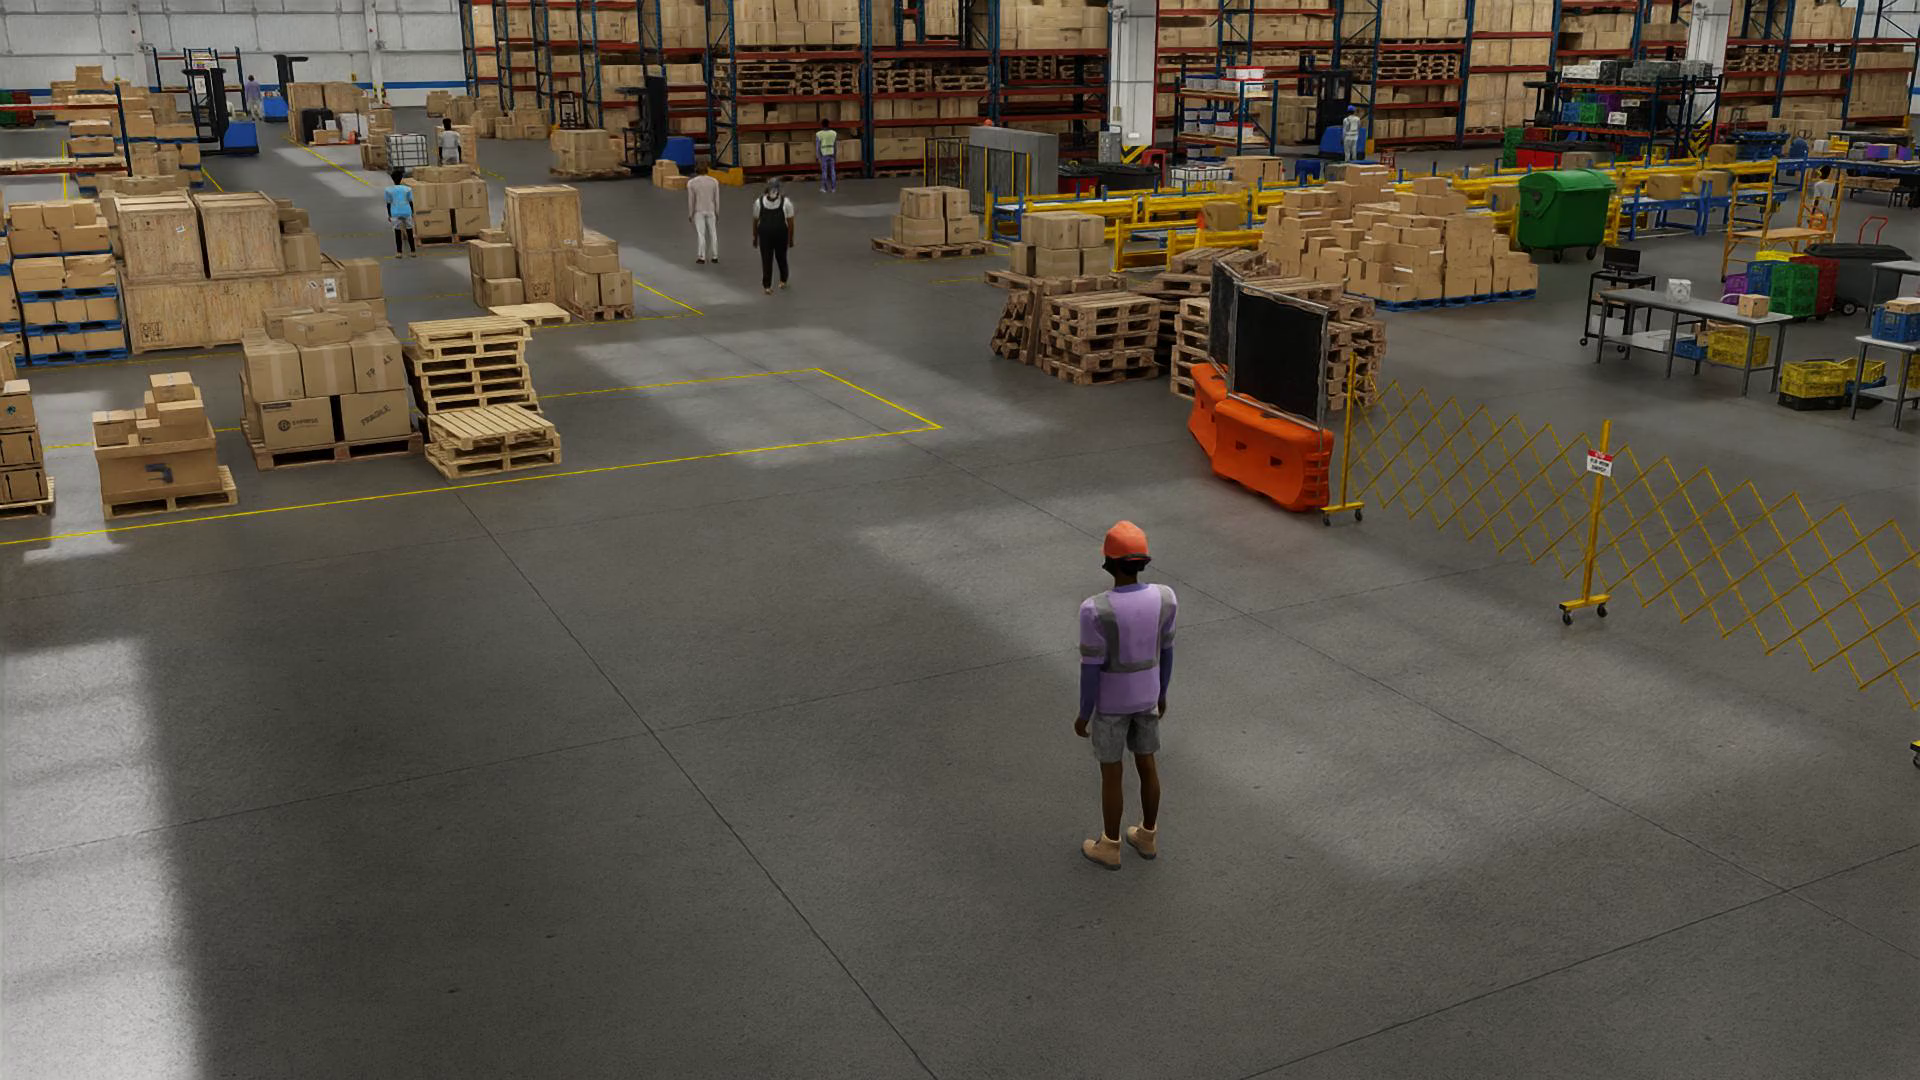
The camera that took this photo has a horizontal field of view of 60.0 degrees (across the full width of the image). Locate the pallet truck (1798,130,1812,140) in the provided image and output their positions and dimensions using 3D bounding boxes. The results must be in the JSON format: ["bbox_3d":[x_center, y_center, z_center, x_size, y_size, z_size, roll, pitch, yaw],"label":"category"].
[{"bbox_3d":[25.526,-11.556,49.408,1.630,1.274,0.653,-9,20,-26],"label":"pallet truck"}]

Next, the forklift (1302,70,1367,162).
[{"bbox_3d":[12.075,-13.600,53.233,1.129,2.768,1.873,-9,20,-26],"label":"forklift"}]

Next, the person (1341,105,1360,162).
[{"bbox_3d":[11.686,-12.027,49.841,0.604,1.942,0.402,-8,20,-24],"label":"person"}]

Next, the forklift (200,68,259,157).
[{"bbox_3d":[-24.369,-14.147,54.940,1.873,2.768,1.129,-9,20,-26],"label":"forklift"}]

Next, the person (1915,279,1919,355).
[{"bbox_3d":[13.711,-3.502,23.557,0.524,1.764,0.329,-8,20,-24],"label":"person"}]

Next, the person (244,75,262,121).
[{"bbox_3d":[-30.641,-19.175,72.130,0.628,1.940,0.377,-8,20,-24],"label":"person"}]

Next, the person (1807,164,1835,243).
[{"bbox_3d":[16.579,-6.292,32.094,0.521,1.864,0.334,-8,20,-24],"label":"person"}]

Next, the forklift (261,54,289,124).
[{"bbox_3d":[-28.612,-19.104,70.392,1.873,2.768,1.129,-9,20,-26],"label":"forklift"}]

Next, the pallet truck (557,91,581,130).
[{"bbox_3d":[-13.495,-14.412,57.188,0.823,1.965,1.885,-3,18,-9],"label":"pallet truck"}]

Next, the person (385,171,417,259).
[{"bbox_3d":[-10.968,-6.379,32.627,0.533,1.697,0.322,-8,20,-24],"label":"person"}]

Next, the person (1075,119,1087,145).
[{"bbox_3d":[4.006,-13.723,55.523,0.533,1.698,0.322,-8,20,-24],"label":"person"}]

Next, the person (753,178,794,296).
[{"bbox_3d":[-3.216,-5.298,28.704,0.713,2.000,0.929,-1,18,-3],"label":"person"}]

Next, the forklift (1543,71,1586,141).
[{"bbox_3d":[18.685,-13.231,52.085,1.873,2.768,1.129,-9,20,-26],"label":"forklift"}]

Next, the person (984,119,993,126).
[{"bbox_3d":[0.759,-10.072,43.764,0.544,1.933,0.376,-8,20,-24],"label":"person"}]

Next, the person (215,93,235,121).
[{"bbox_3d":[-25.076,-14.294,56.823,0.611,1.996,0.387,-8,20,-24],"label":"person"}]

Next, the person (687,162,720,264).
[{"bbox_3d":[-4.910,-6.265,31.890,0.628,1.936,0.377,-8,20,-24],"label":"person"}]

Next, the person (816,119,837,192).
[{"bbox_3d":[-3.548,-10.243,44.327,0.588,1.915,0.398,-8,20,-24],"label":"person"}]

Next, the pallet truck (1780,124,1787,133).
[{"bbox_3d":[25.206,-12.542,52.601,1.601,1.201,0.680,0,18,-2],"label":"pallet truck"}]

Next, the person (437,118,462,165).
[{"bbox_3d":[-13.420,-10.096,43.789,0.605,1.962,0.373,-8,20,-24],"label":"person"}]

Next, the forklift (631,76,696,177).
[{"bbox_3d":[-8.798,-12.063,48.441,1.873,2.768,1.129,-9,20,-26],"label":"forklift"}]

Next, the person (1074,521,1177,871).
[{"bbox_3d":[0.918,0.885,9.425,0.606,2.045,0.389,-8,20,-24],"label":"person"}]
